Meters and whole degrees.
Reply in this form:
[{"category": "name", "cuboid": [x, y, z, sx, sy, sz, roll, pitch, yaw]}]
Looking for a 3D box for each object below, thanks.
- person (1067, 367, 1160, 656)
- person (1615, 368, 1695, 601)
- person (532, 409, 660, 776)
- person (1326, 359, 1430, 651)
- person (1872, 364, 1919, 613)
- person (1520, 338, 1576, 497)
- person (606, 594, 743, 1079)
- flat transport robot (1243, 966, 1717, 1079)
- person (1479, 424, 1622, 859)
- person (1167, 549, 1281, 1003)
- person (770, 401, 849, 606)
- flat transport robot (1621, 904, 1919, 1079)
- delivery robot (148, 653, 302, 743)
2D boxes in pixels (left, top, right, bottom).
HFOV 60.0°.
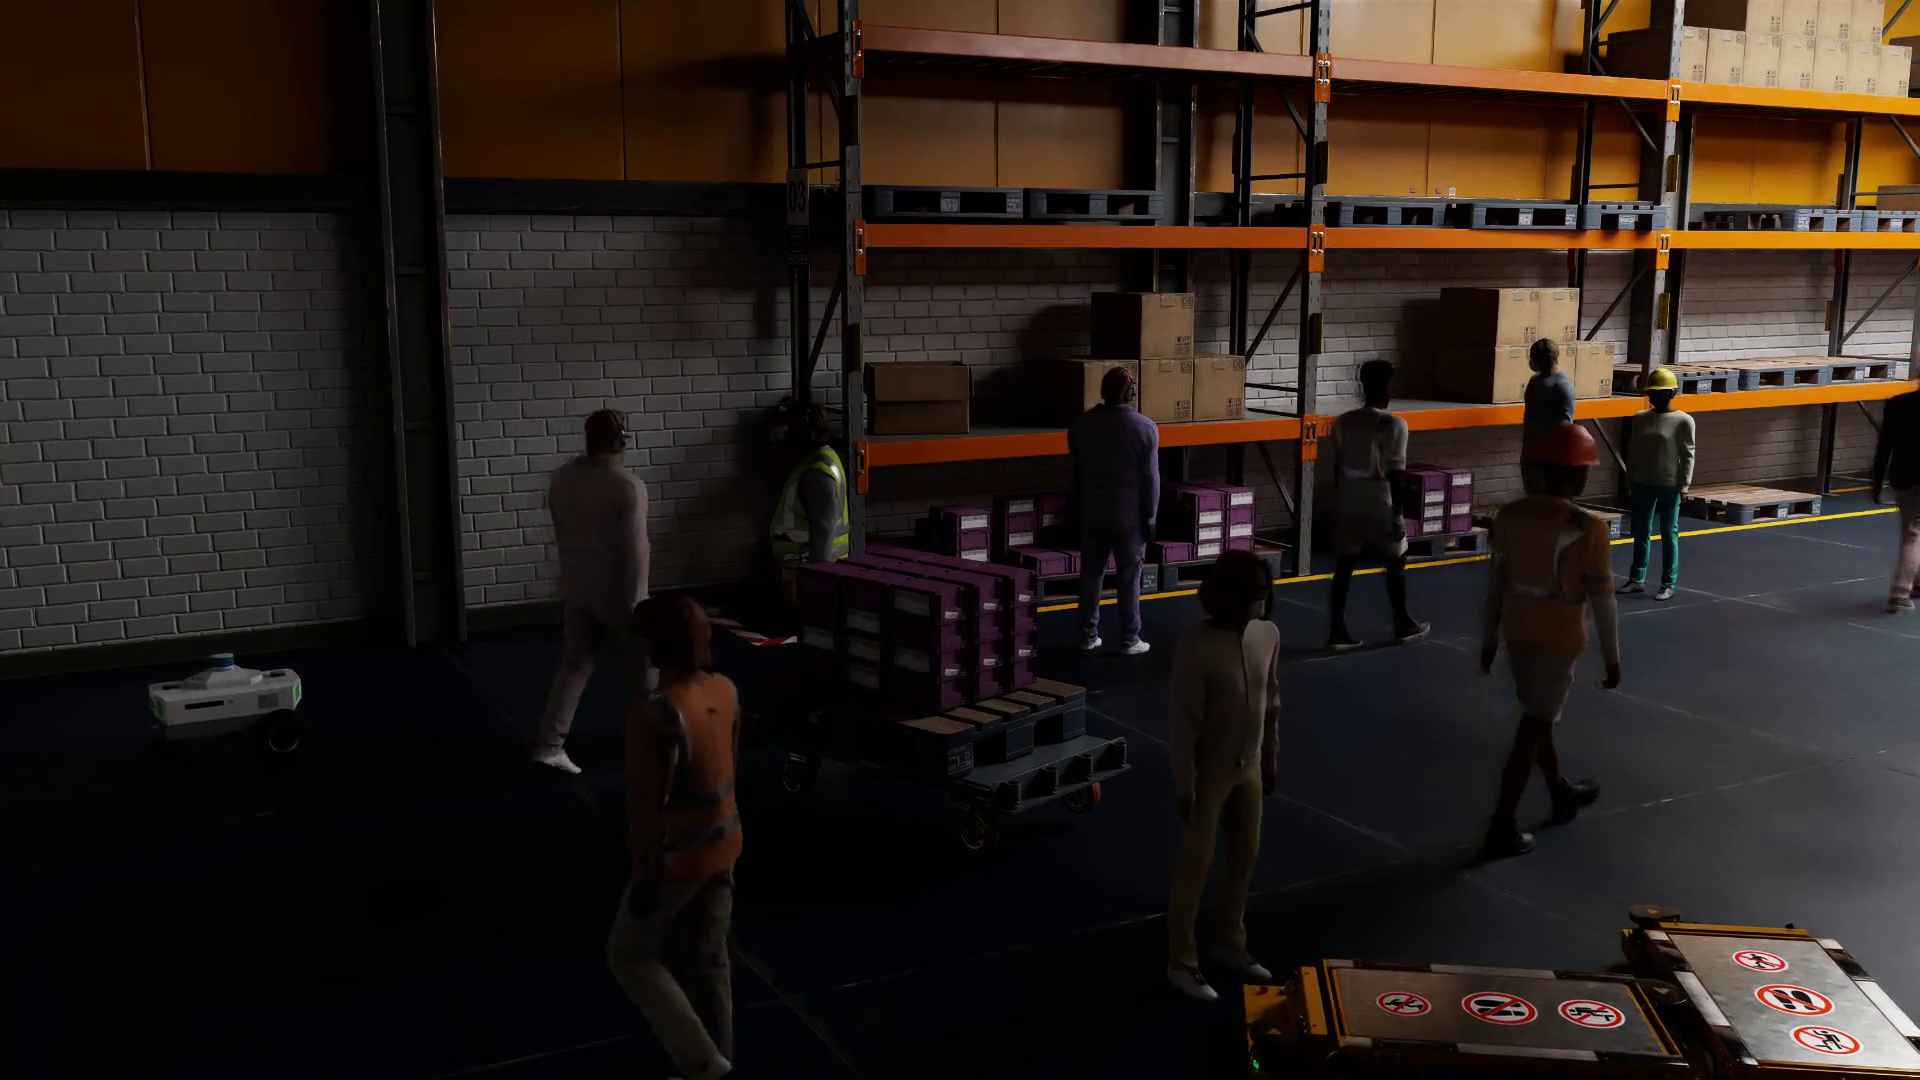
[{"category": "person", "cuboid": [1.024, -0.185, 10.932, 0.631, 1.899, 0.402, 5, 11, 28]}, {"category": "person", "cuboid": [5.300, -0.423, 12.669, 0.317, 1.767, 0.535, -7, 12, -35]}, {"category": "person", "cuboid": [-1.831, 0.258, 8.502, 0.652, 1.861, 1.000, 6, 11, 29]}, {"category": "person", "cuboid": [2.813, -0.238, 11.112, 0.905, 1.927, 0.652, -8, 12, -38]}, {"category": "person", "cuboid": [7.197, -0.456, 12.372, 1.037, 1.933, 0.642, -7, 12, -37]}, {"category": "person", "cuboid": [4.872, -0.719, 13.897, 0.370, 1.934, 0.627, -2, 10, -9]}, {"category": "person", "cuboid": [-0.854, 0.967, 5.055, 0.377, 1.623, 0.547, 5, 11, 26]}, {"category": "flat transport robot", "cuboid": [1.647, 1.595, 5.354, 1.431, 0.197, 0.652, 1, 10, 7]}, {"category": "person", "cuboid": [2.662, 0.433, 7.387, 0.971, 1.884, 0.574, -6, 12, -32]}, {"category": "person", "cuboid": [0.937, 0.827, 5.890, 0.513, 1.620, 0.306, -7, 12, -36]}, {"category": "person", "cuboid": [-0.816, 0.165, 9.065, 0.429, 1.842, 0.636, -1, 10, -6]}, {"category": "flat transport robot", "cuboid": [2.708, 1.570, 5.492, 0.652, 0.197, 1.431, 1, 10, 7]}, {"category": "delivery robot", "cuboid": [-3.817, 0.832, 8.644, 0.707, 0.478, 0.477, -5, 11, -31]}]
